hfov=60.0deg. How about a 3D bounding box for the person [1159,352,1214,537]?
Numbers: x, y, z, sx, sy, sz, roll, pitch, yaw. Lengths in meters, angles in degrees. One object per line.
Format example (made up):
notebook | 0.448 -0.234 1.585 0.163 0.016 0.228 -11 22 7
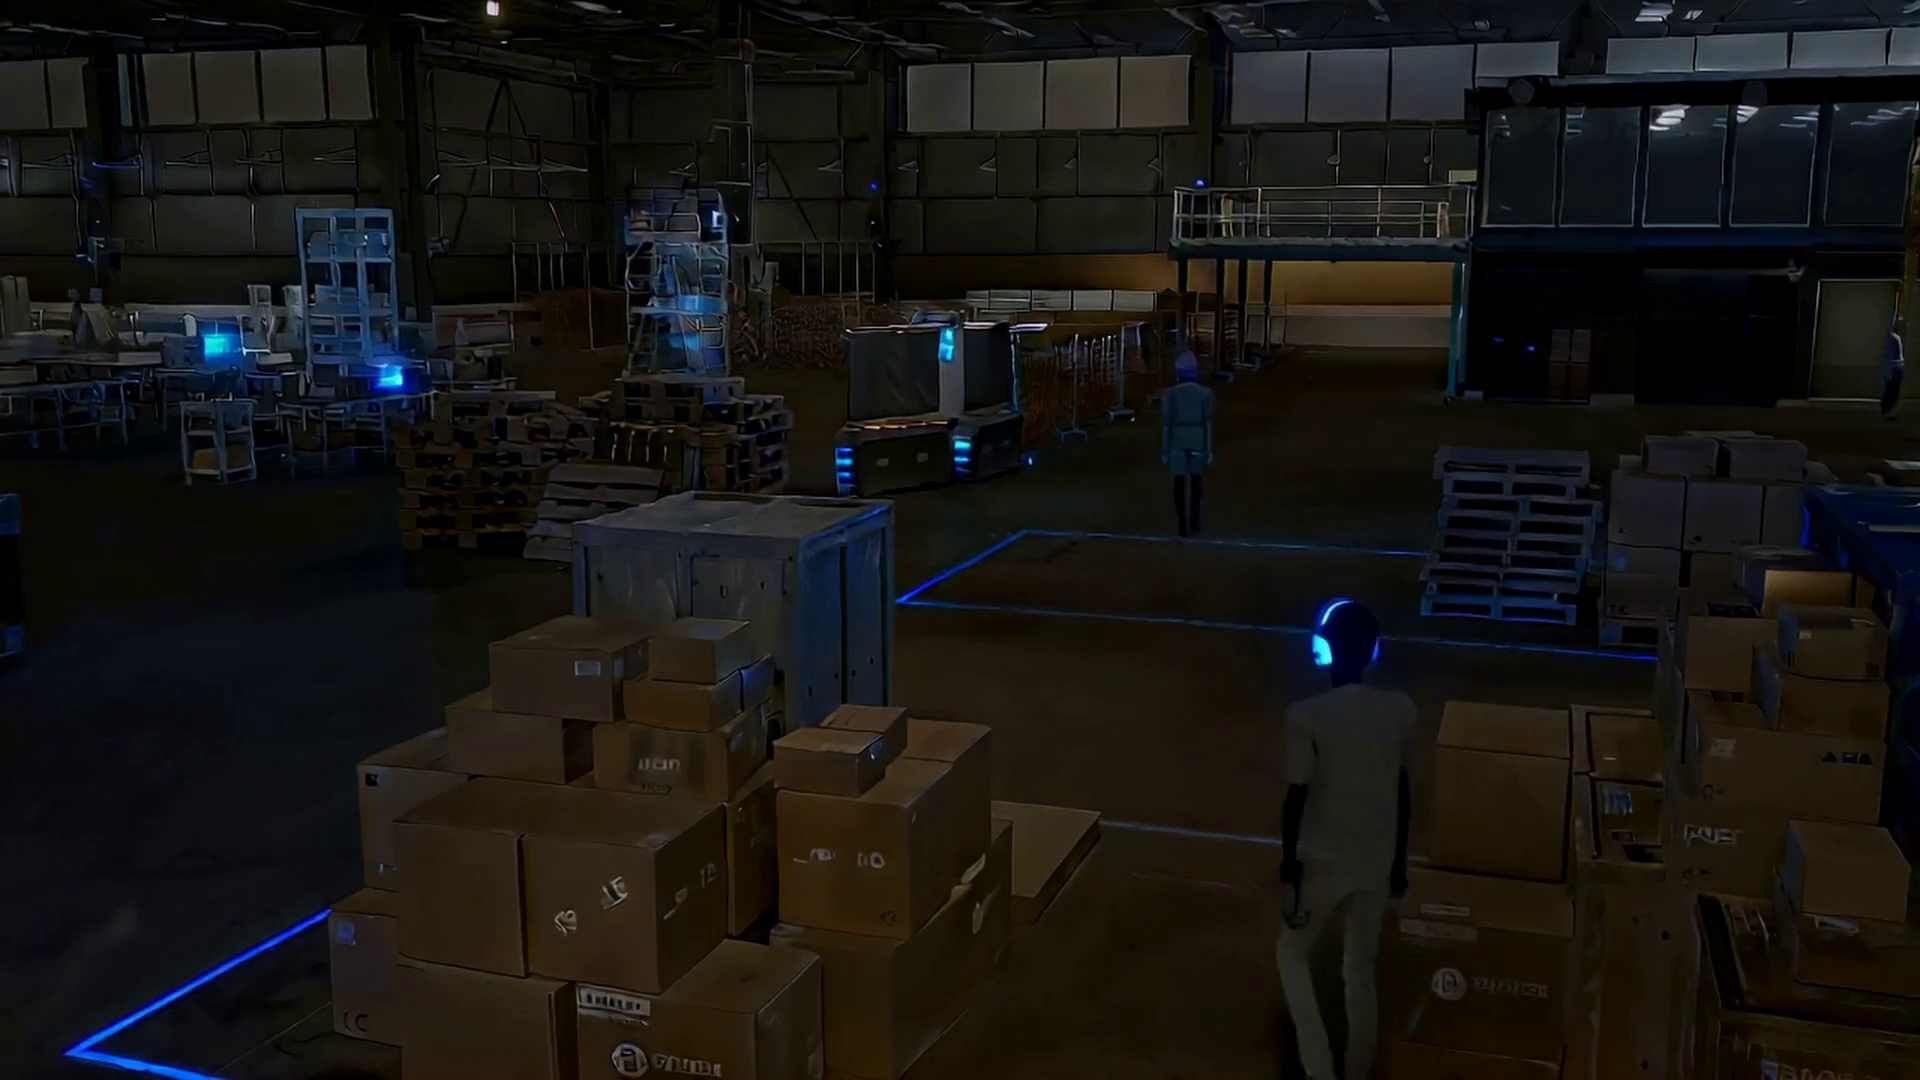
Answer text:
person | 2.365 -1.002 17.403 0.569 1.924 0.496 1 10 5

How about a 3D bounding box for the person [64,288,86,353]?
person | -20.811 -4.913 39.139 0.420 2.027 0.617 -5 11 -27

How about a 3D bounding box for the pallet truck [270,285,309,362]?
pallet truck | -17.147 -5.700 43.663 0.823 1.965 1.885 3 11 17

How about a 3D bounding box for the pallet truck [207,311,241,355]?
pallet truck | -19.537 -5.575 44.913 0.653 1.274 1.630 3 11 19

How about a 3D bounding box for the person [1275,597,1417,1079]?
person | 1.318 1.116 5.693 0.531 1.856 0.391 -2 10 -10

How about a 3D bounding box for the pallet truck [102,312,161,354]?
pallet truck | -23.057 -5.777 46.261 0.680 1.201 1.601 3 11 19

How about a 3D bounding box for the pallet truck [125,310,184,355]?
pallet truck | -22.038 -5.665 45.457 0.704 1.261 1.522 3 11 17

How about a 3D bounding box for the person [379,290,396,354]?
person | -14.767 -5.471 42.703 0.775 1.881 0.651 -2 10 -10

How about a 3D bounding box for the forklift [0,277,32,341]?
forklift | -27.151 -6.329 46.328 1.157 1.987 2.680 3 11 17

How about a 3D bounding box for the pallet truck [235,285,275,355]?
pallet truck | -18.327 -5.835 44.421 0.823 1.965 1.885 4 11 23

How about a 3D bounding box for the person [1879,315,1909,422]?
person | 16.005 -2.937 28.513 0.691 1.854 0.436 -6 12 -30
